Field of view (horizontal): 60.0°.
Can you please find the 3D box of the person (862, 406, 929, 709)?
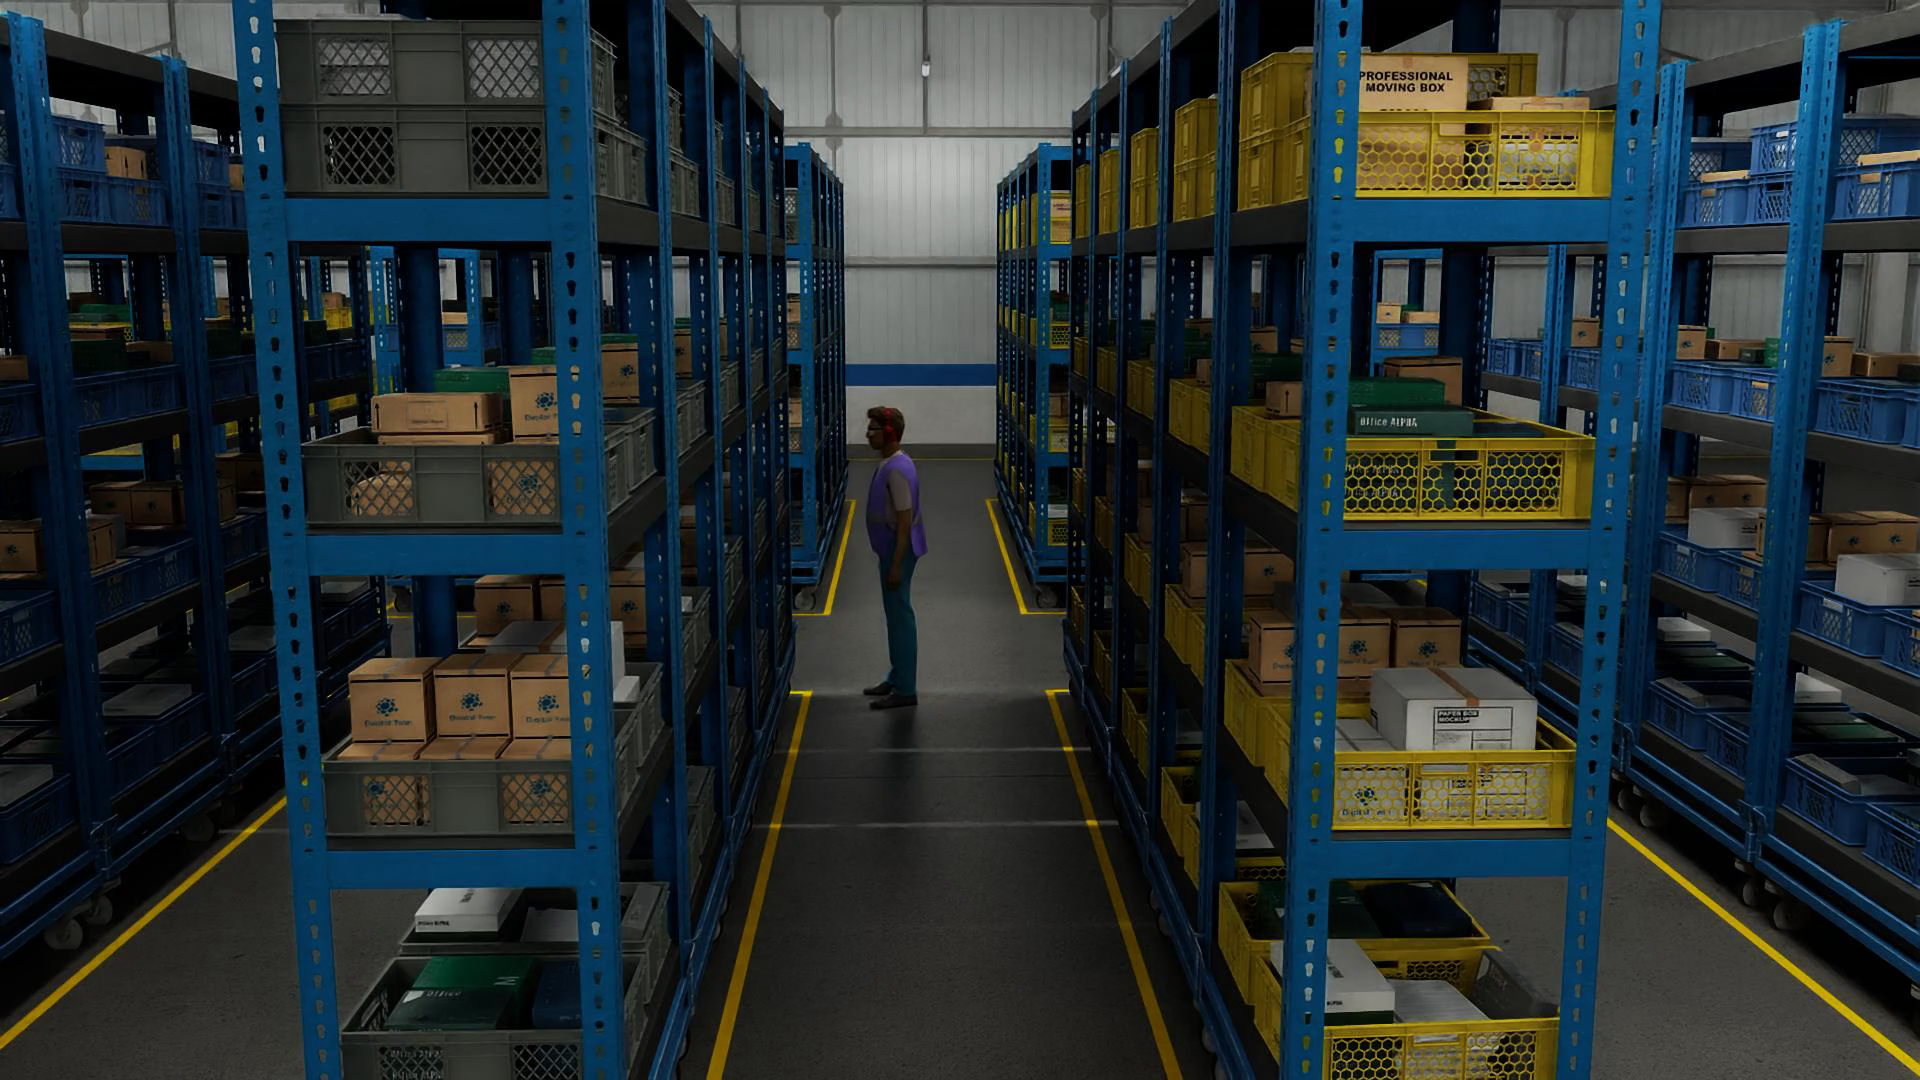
[{"bbox_3d":[-0.393,0.102,10.161,0.393,1.847,0.563,-1,9,-8],"label":"person"}]
